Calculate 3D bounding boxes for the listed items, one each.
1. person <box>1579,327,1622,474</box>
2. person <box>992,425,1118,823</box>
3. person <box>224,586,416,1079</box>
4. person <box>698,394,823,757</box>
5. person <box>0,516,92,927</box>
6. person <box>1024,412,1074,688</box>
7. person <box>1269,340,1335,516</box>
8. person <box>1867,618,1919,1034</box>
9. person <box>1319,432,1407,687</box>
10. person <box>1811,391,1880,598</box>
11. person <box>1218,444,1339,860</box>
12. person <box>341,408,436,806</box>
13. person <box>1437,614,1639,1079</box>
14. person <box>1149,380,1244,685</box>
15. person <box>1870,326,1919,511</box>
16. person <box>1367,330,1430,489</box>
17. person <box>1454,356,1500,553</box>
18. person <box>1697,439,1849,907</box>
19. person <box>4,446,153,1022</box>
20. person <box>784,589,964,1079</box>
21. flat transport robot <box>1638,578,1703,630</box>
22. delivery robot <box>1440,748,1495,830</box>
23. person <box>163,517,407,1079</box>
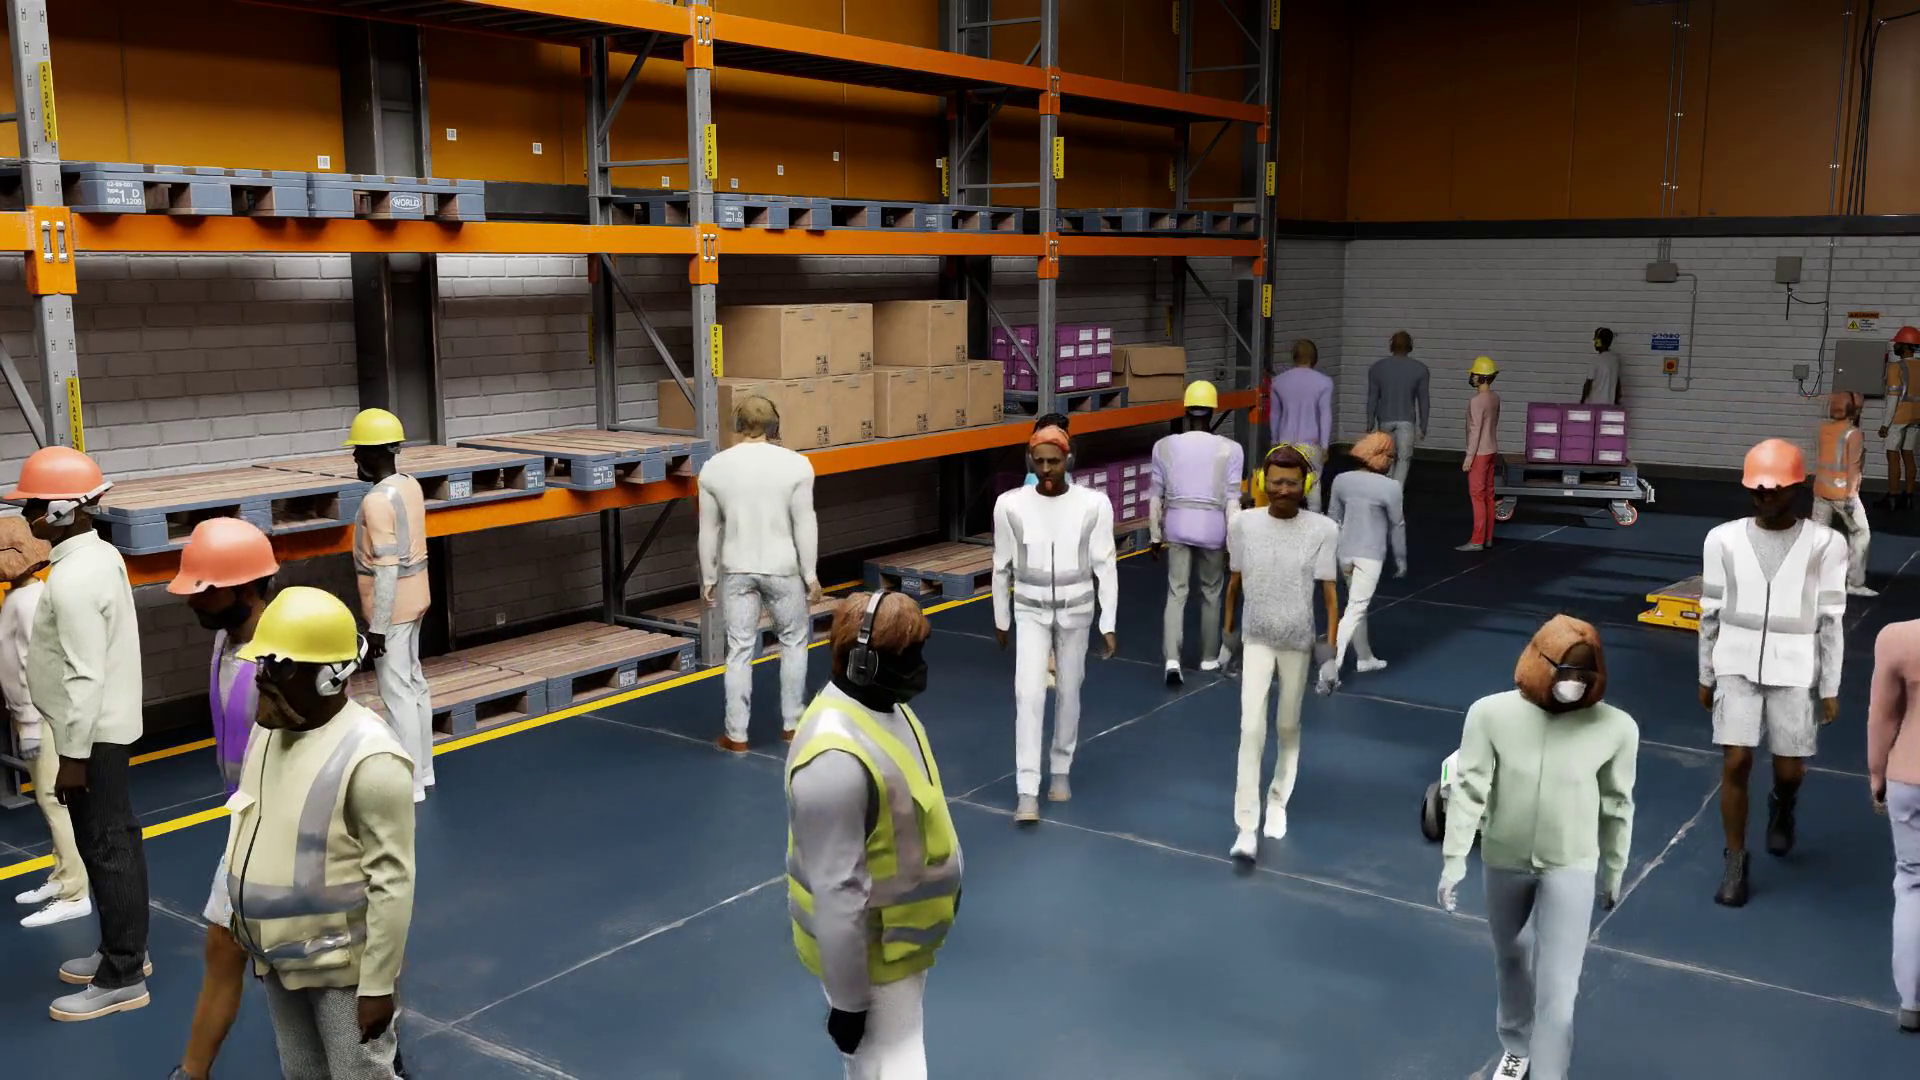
[{"bbox_3d":[7.501,-1.560,19.484,0.549,1.857,0.583,-5,11,-27],"label":"person"},{"bbox_3d":[0.444,0.399,7.818,0.597,1.844,0.886,1,10,3],"label":"person"},{"bbox_3d":[-1.611,1.018,4.184,0.590,1.837,0.404,7,12,36],"label":"person"},{"bbox_3d":[-1.058,0.192,8.875,0.674,1.922,0.488,1,10,5],"label":"person"},{"bbox_3d":[-3.691,0.711,6.635,0.271,1.627,0.496,-6,11,-33],"label":"person"},{"bbox_3d":[0.563,0.056,10.327,0.318,1.697,0.533,3,10,19],"label":"person"},{"bbox_3d":[3.221,-0.939,15.697,0.651,1.884,1.012,6,11,31],"label":"person"},{"bbox_3d":[3.338,0.821,5.591,0.553,1.749,0.375,9,13,42],"label":"person"},{"bbox_3d":[2.480,0.115,10.335,0.830,1.582,0.519,-8,12,-38],"label":"person"},{"bbox_3d":[6.912,-0.348,12.938,0.659,1.613,0.550,-1,10,-7],"label":"person"},{"bbox_3d":[1.384,0.503,7.285,0.537,1.821,0.937,2,10,13],"label":"person"},{"bbox_3d":[-2.752,0.328,8.021,0.369,1.925,0.594,-1,10,-4],"label":"person"},{"bbox_3d":[1.707,1.012,4.939,0.516,1.589,0.866,4,10,24],"label":"person"},{"bbox_3d":[1.462,-0.048,10.377,0.598,1.895,0.869,3,10,19],"label":"person"},{"bbox_3d":[9.924,-1.278,17.543,0.551,1.941,0.340,-4,10,-23],"label":"person"},{"bbox_3d":[4.563,-1.232,17.392,0.636,1.917,0.826,4,10,25],"label":"person"},{"bbox_3d":[4.696,-0.772,15.042,0.303,1.772,0.530,7,12,37],"label":"person"},{"bbox_3d":[3.350,0.523,6.895,0.554,1.916,0.696,6,11,32],"label":"person"},{"bbox_3d":[-3.056,0.664,5.821,0.378,1.995,0.612,-4,10,-21],"label":"person"},{"bbox_3d":[-0.208,1.024,4.175,0.429,1.836,0.629,1,10,9],"label":"person"},{"bbox_3d":[5.578,0.451,12.209,0.652,0.197,1.431,9,13,42],"label":"flat transport robot"},{"bbox_3d":[2.463,1.036,7.606,0.477,0.478,0.707,6,11,33],"label":"delivery robot"},{"bbox_3d":[-2.111,0.871,4.898,0.561,1.883,0.980,9,13,43],"label":"person"}]
